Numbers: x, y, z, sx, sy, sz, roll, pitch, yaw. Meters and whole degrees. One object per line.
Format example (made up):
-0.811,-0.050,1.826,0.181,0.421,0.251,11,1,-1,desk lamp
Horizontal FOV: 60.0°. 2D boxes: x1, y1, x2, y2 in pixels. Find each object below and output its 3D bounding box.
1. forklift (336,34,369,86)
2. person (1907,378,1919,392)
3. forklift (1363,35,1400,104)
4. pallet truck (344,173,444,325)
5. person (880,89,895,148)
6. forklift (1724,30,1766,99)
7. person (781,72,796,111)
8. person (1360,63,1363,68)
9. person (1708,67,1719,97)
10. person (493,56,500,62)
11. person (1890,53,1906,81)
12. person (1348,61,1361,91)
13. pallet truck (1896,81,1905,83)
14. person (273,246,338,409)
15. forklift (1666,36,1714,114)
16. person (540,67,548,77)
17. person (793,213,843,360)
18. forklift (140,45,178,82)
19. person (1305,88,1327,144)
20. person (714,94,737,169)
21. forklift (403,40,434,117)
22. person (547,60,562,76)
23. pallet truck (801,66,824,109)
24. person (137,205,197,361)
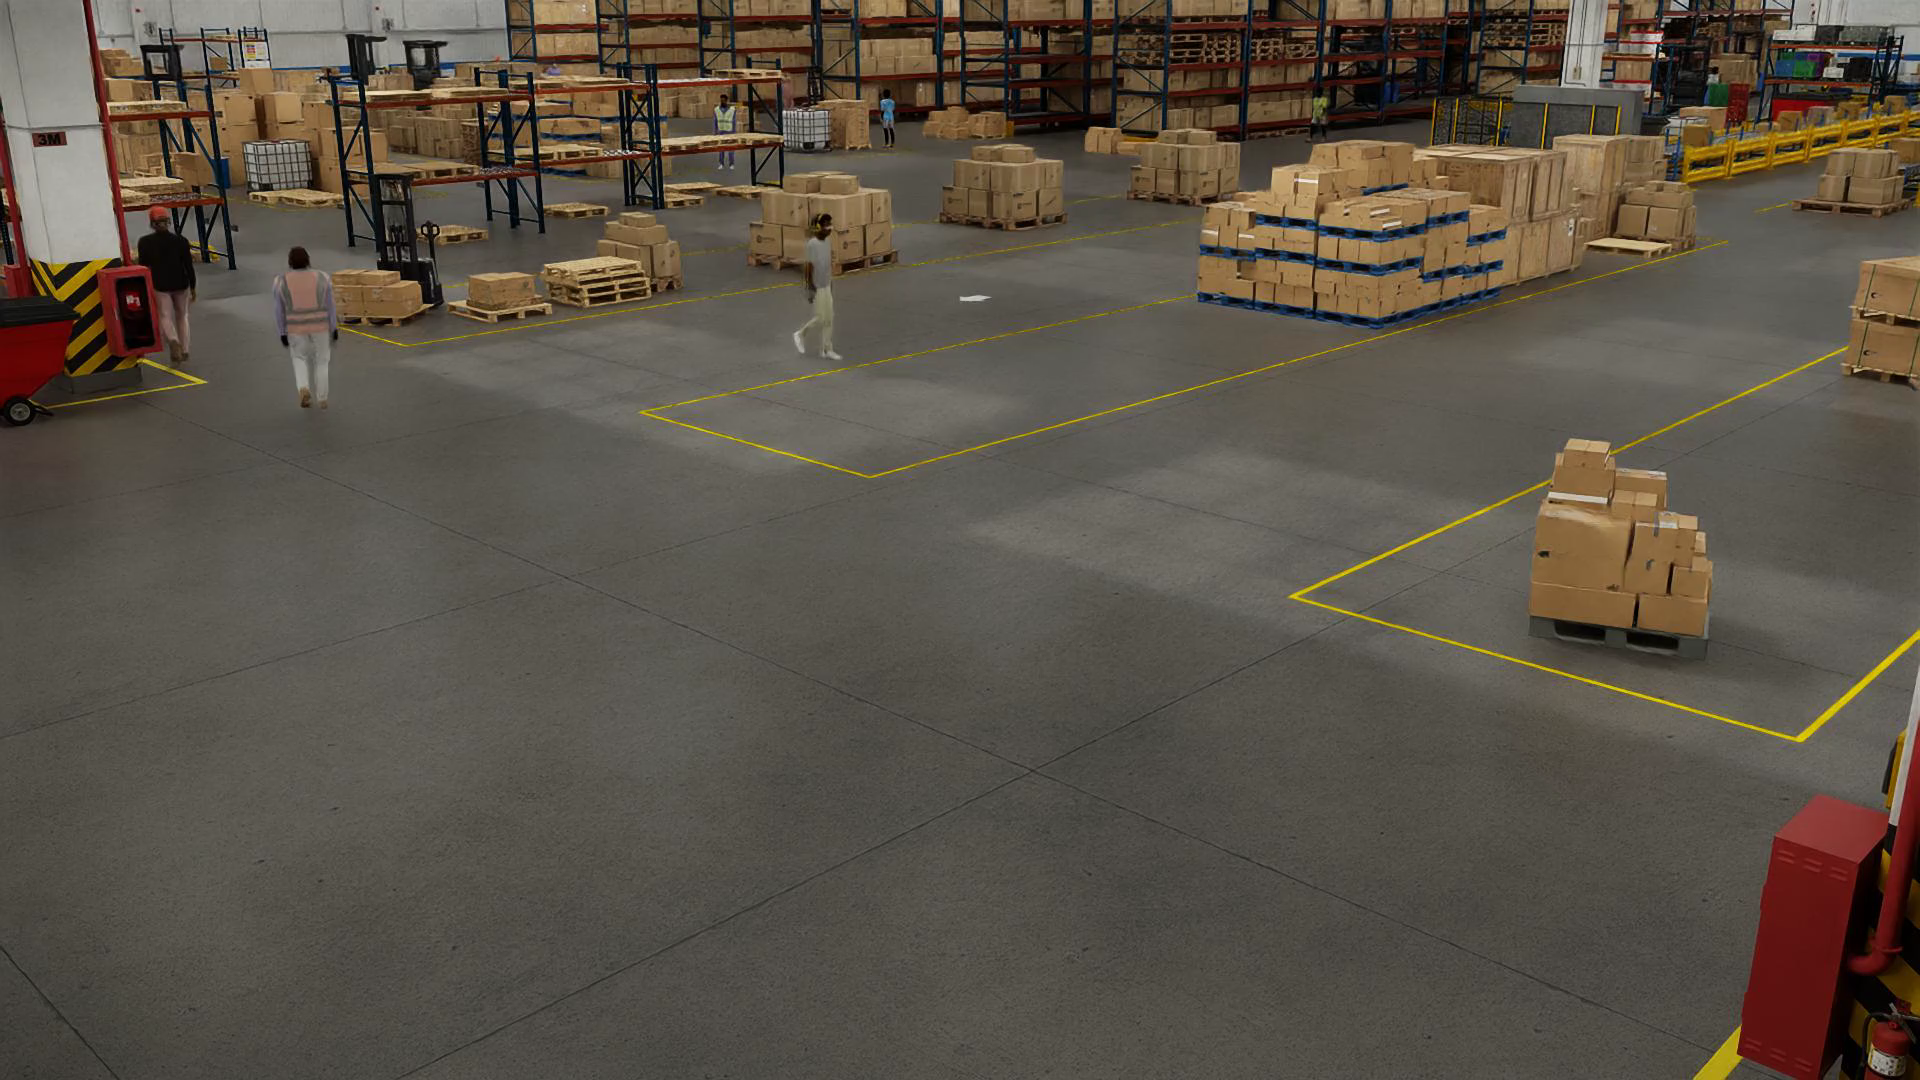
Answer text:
-23.470,-18.295,64.902,1.129,2.768,1.873,17,25,41,forklift
11.478,-2.542,18.830,1.049,1.984,0.640,11,21,31,person
15.674,-17.642,62.934,1.873,2.768,1.129,-11,21,-30,forklift
-8.209,-4.181,23.757,0.823,1.965,1.885,3,19,9,pallet truck
-2.142,-12.434,49.093,0.321,1.695,0.537,17,25,42,person
33.751,-20.364,71.137,1.129,2.768,1.873,17,25,41,forklift
-5.723,-14.570,55.220,0.463,1.889,0.679,15,24,38,person
16.041,-18.237,66.490,0.451,1.741,0.600,4,19,12,person
28.869,-17.226,63.579,0.715,1.671,0.540,16,24,39,person
-18.303,-18.154,65.888,0.632,1.979,0.580,1,18,2,person
42.374,-21.119,75.202,0.570,1.731,0.397,-3,19,-10,person
15.609,-18.107,65.915,0.636,1.876,0.851,-4,19,-13,person
34.802,-16.331,61.455,0.653,1.274,1.630,17,25,41,pallet truck
-7.246,-2.347,18.500,0.638,1.832,0.459,-7,19,-19,person
27.341,-17.291,61.877,1.129,2.768,1.873,17,25,41,forklift
-15.882,-17.347,64.005,0.539,1.612,0.650,-12,22,-32,person
-1.797,-3.206,21.037,0.578,1.853,0.530,10,21,27,person
-25.308,-14.292,52.842,1.129,2.768,1.873,-3,19,-9,forklift
10.902,-12.901,50.567,0.874,1.650,0.539,-17,25,-42,person
-6.096,-10.619,43.281,0.591,1.916,0.383,1,18,4,person
-18.585,-15.791,57.357,1.873,2.768,1.129,17,24,41,forklift
-15.640,-17.538,64.144,0.645,1.922,0.614,-17,25,-41,person
-4.812,-15.182,56.903,0.823,1.965,1.885,-9,21,-26,pallet truck
-9.868,-3.182,20.789,0.640,1.972,0.605,-11,21,-30,person
